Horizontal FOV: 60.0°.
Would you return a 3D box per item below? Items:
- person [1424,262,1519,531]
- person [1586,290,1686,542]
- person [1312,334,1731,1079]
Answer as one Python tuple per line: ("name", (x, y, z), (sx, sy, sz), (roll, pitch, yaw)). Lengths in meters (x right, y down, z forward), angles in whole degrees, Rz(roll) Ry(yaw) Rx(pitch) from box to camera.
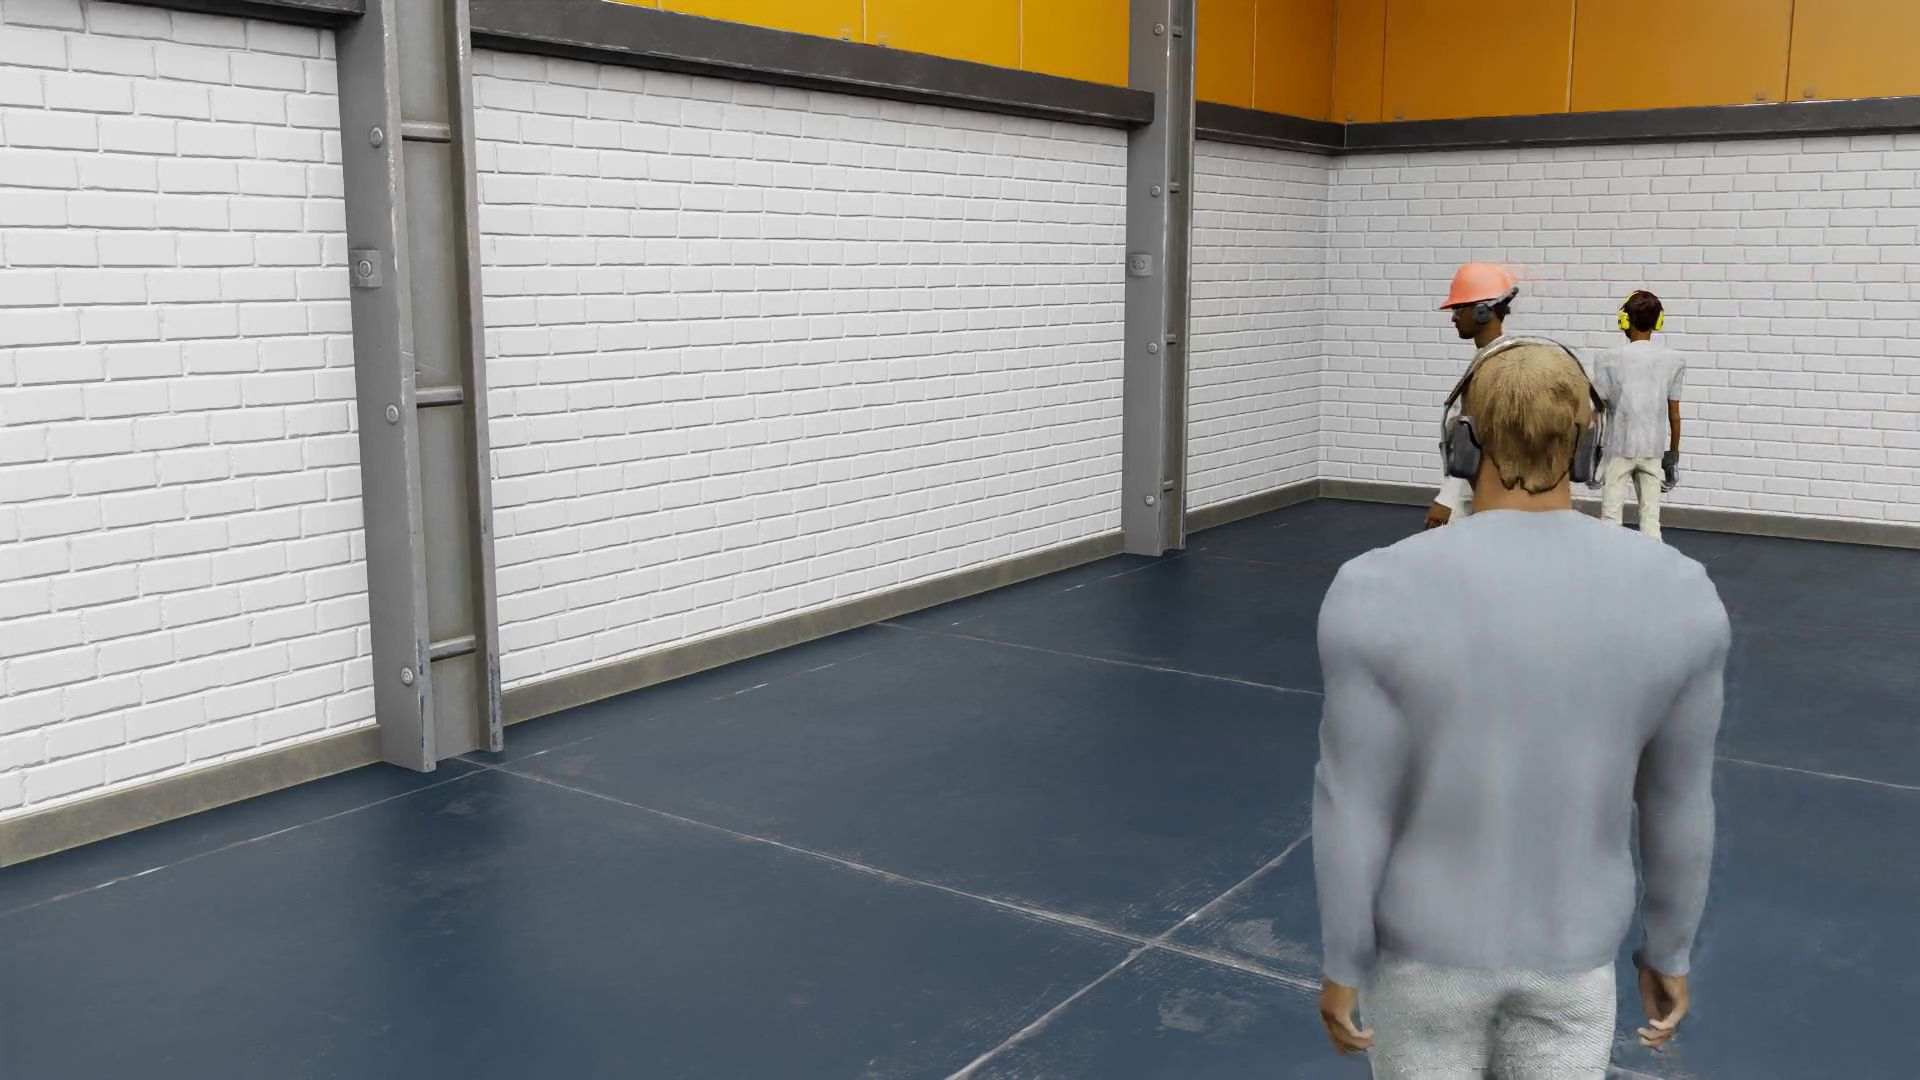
("person", (2.289, -0.217, 7.422), (0.626, 2.016, 0.602), (2, 10, 13))
("person", (3.748, -0.450, 9.257), (0.507, 1.860, 0.313), (1, 10, 5))
("person", (0.861, 0.645, 2.583), (0.632, 1.919, 0.708), (0, 10, -1))
